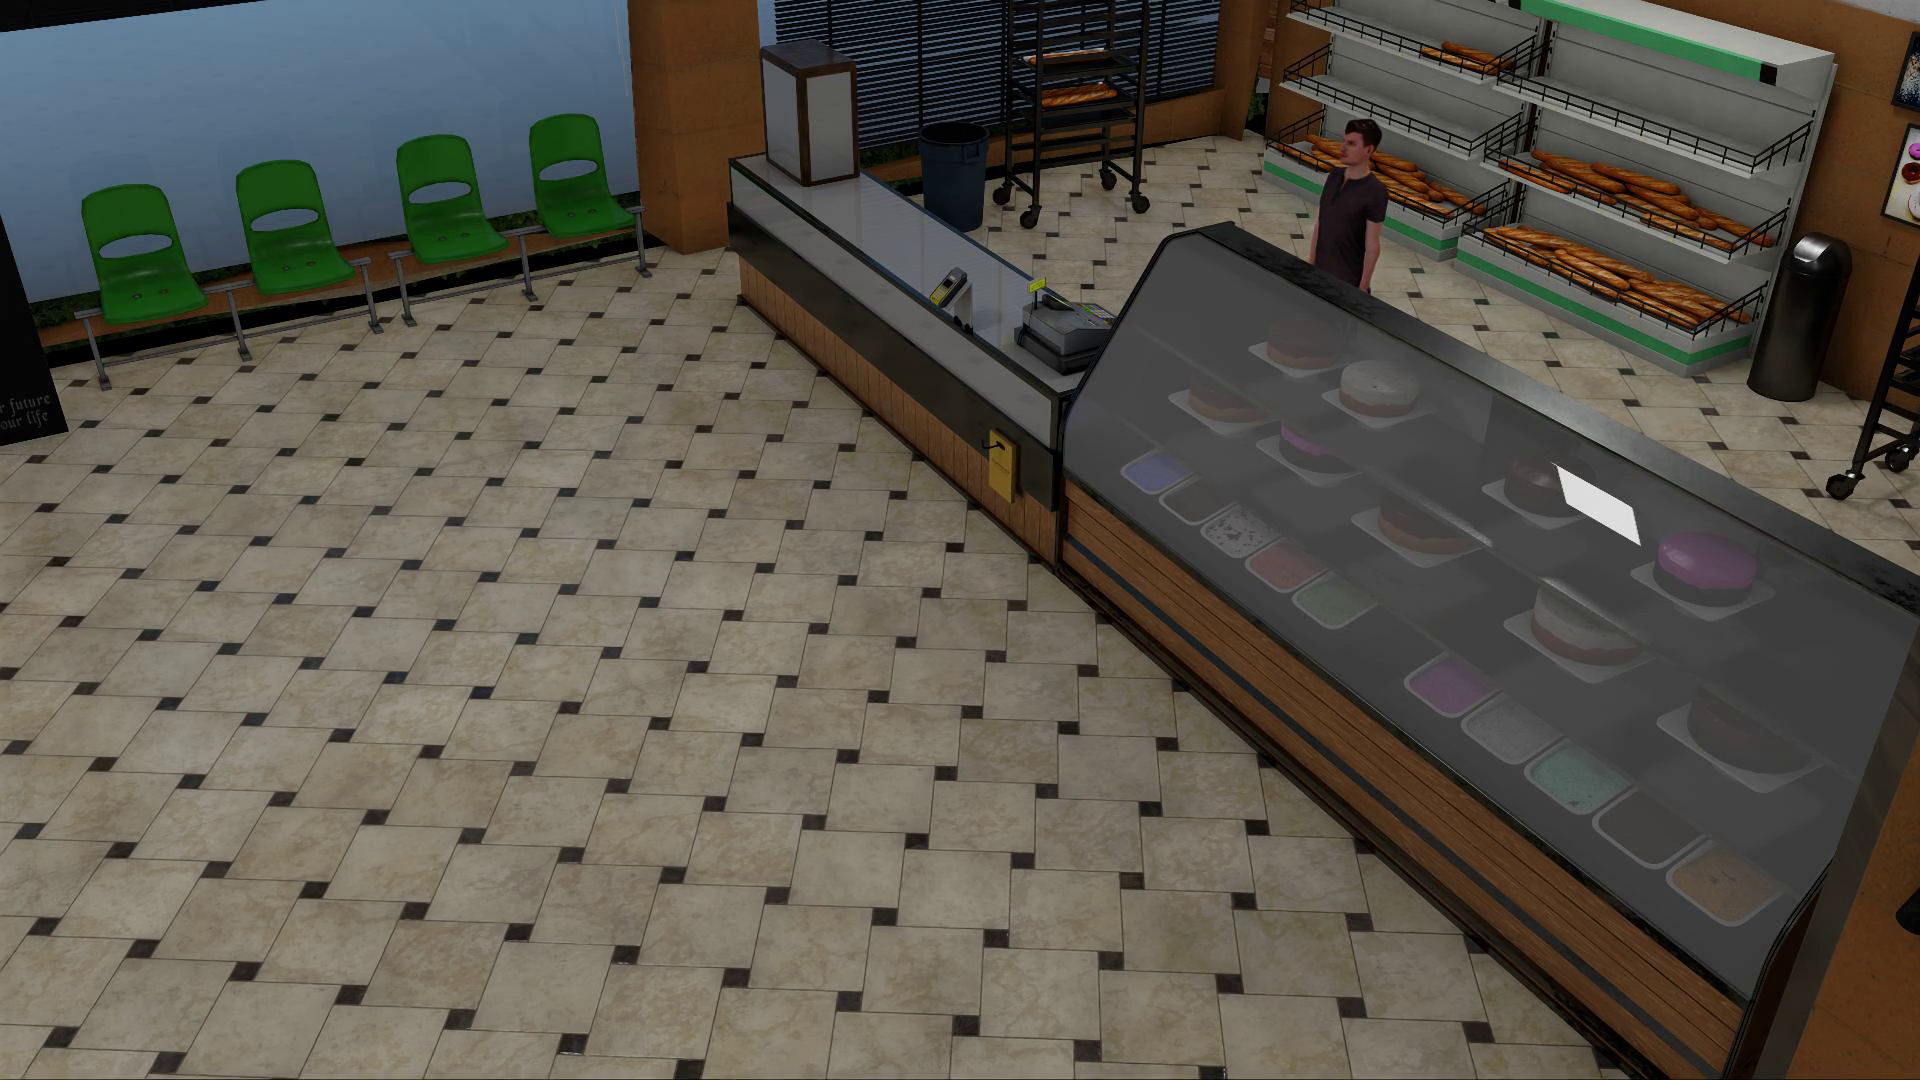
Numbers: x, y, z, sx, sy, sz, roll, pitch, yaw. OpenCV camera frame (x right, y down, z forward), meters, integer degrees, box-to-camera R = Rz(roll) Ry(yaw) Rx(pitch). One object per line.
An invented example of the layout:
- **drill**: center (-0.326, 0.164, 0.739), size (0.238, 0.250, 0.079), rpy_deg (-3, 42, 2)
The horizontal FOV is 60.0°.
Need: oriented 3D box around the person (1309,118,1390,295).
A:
- **person**: center (2.144, -1.458, 9.334), size (0.523, 1.853, 0.630), rpy_deg (-17, 36, -25)
